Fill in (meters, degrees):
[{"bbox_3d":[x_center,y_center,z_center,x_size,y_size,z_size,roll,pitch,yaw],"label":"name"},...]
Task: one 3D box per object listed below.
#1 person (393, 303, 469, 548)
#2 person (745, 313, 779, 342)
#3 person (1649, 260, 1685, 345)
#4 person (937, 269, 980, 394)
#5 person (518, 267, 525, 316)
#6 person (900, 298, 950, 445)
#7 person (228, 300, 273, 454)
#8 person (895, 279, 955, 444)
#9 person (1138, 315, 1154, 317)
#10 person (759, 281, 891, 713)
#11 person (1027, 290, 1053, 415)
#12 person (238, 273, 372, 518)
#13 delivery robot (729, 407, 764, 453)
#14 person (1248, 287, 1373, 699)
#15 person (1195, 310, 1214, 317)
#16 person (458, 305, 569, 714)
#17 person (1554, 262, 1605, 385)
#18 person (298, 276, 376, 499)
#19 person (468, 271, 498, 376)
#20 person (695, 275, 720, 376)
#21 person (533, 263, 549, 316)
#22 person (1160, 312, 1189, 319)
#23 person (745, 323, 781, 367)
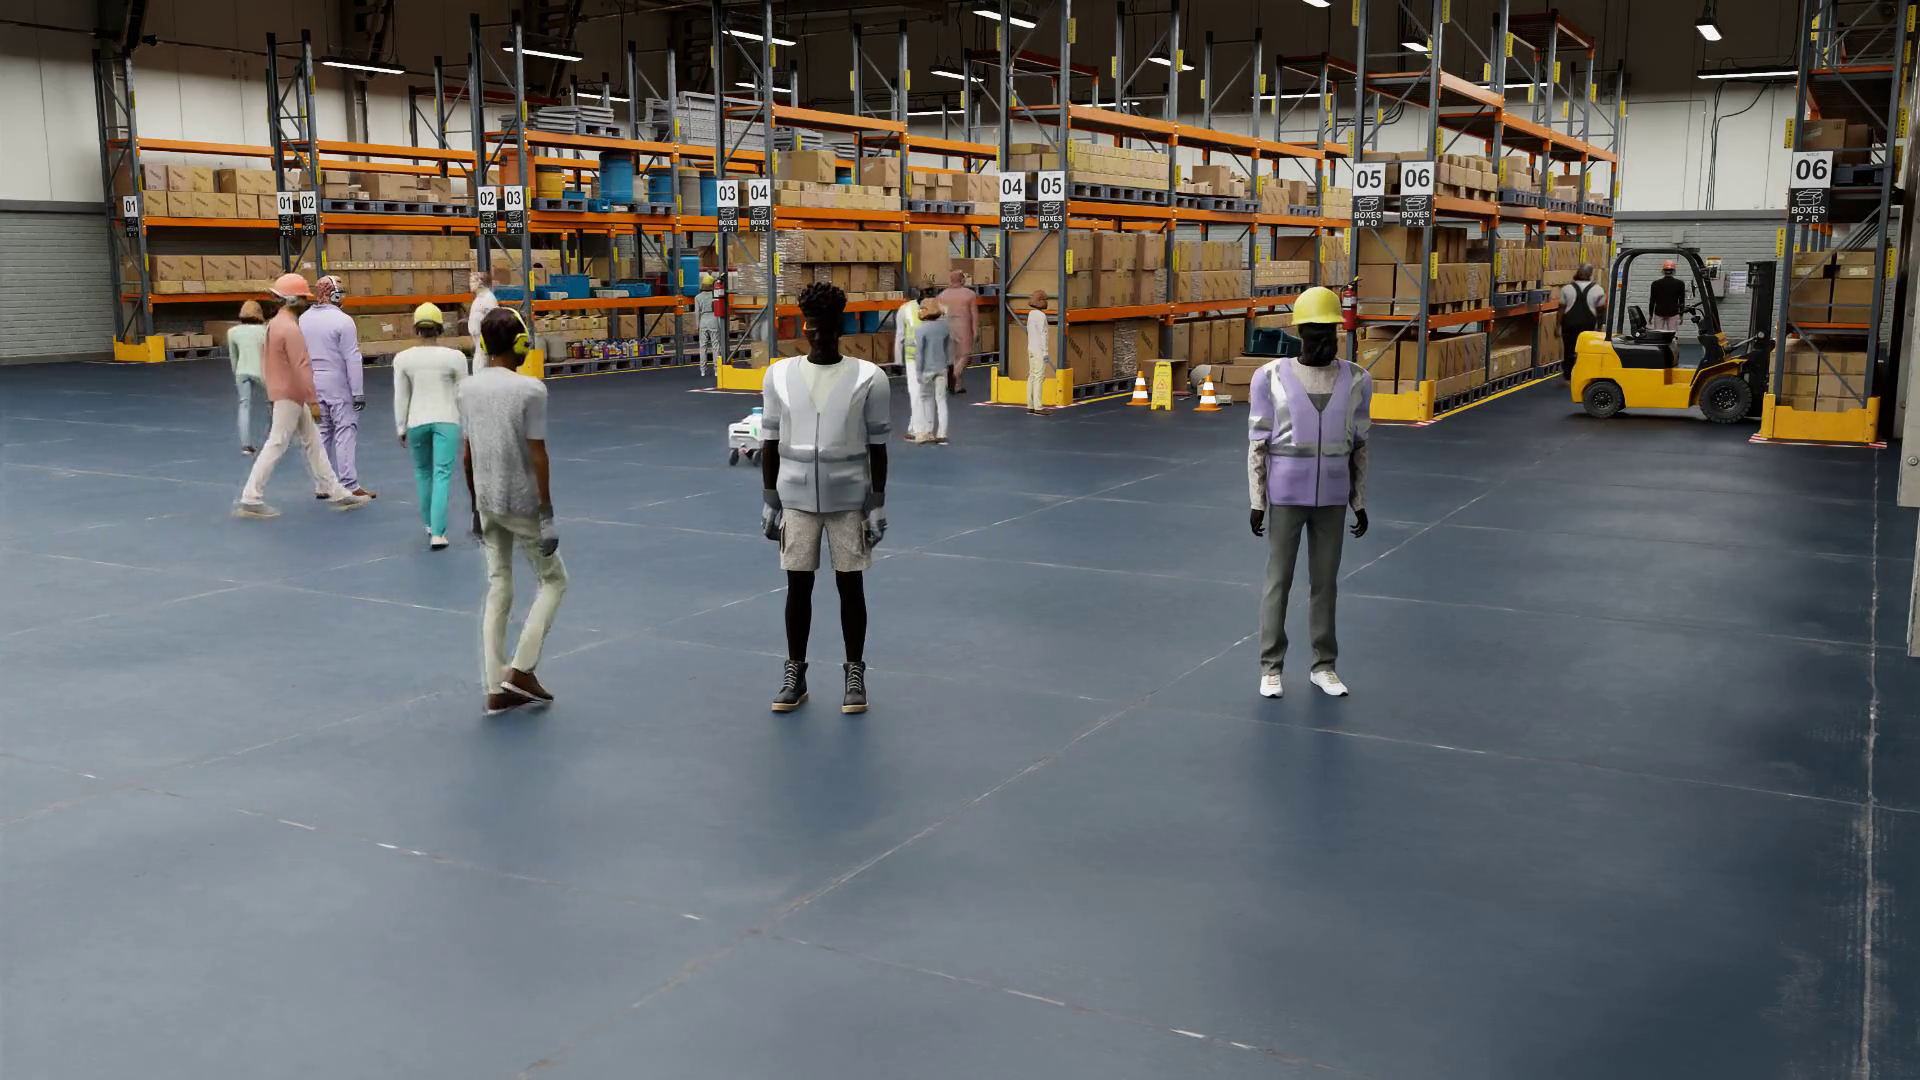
[{"bbox_3d":[-3.775,-0.833,12.001,0.523,1.730,0.878,0,10,-2],"label":"person"},{"bbox_3d":[-3.381,-3.746,28.552,0.630,1.917,0.722,1,10,9],"label":"person"},{"bbox_3d":[13.234,-4.230,31.148,0.622,1.989,0.399,4,11,25],"label":"person"},{"bbox_3d":[-0.040,-3.110,24.917,0.646,1.882,0.755,5,11,27],"label":"person"},{"bbox_3d":[-10.492,-5.577,39.575,0.974,1.801,0.562,-8,13,-40],"label":"person"},{"bbox_3d":[-0.371,-1.870,18.460,0.513,1.612,0.722,-7,12,-35],"label":"person"},{"bbox_3d":[-7.468,-1.734,17.675,0.511,1.593,0.820,0,10,1],"label":"person"},{"bbox_3d":[-0.357,-1.964,18.384,0.658,1.815,0.764,-3,10,-15],"label":"person"},{"bbox_3d":[3.572,-4.431,32.842,0.577,1.821,0.750,1,10,4],"label":"person"},{"bbox_3d":[-0.617,-0.187,7.562,0.603,1.962,0.368,1,10,5],"label":"person"},{"bbox_3d":[1.031,-2.443,21.736,0.285,1.633,0.500,-3,10,-20],"label":"person"},{"bbox_3d":[-5.298,-1.141,13.233,1.044,1.938,0.645,-6,11,-29],"label":"person"},{"bbox_3d":[-2.016,-1.085,16.663,0.477,0.478,0.707,4,10,22],"label":"delivery robot"},{"bbox_3d":[1.644,-0.216,7.828,0.588,1.930,0.359,-1,10,-6],"label":"person"},{"bbox_3d":[5.984,-5.786,40.458,0.548,1.920,0.648,6,12,33],"label":"person"},{"bbox_3d":[-2.038,-0.131,7.563,0.553,1.850,0.439,4,11,24],"label":"person"},{"bbox_3d":[9.813,-3.433,26.337,0.717,2.000,0.908,4,10,21],"label":"person"},{"bbox_3d":[-5.307,-1.285,14.155,0.652,1.906,0.408,5,11,26],"label":"person"},{"bbox_3d":[-6.386,-2.713,22.630,0.870,1.877,0.650,-4,11,-24],"label":"person"},{"bbox_3d":[-4.345,-3.717,28.868,0.487,1.746,0.288,1,10,6],"label":"person"},{"bbox_3d":[-9.825,-5.538,39.023,0.596,1.917,0.372,6,12,33],"label":"person"},{"bbox_3d":[4.321,-4.592,33.517,0.642,1.910,0.401,6,12,33],"label":"person"},{"bbox_3d":[-3.583,-4.056,30.909,0.545,1.711,0.898,9,13,42],"label":"person"}]
